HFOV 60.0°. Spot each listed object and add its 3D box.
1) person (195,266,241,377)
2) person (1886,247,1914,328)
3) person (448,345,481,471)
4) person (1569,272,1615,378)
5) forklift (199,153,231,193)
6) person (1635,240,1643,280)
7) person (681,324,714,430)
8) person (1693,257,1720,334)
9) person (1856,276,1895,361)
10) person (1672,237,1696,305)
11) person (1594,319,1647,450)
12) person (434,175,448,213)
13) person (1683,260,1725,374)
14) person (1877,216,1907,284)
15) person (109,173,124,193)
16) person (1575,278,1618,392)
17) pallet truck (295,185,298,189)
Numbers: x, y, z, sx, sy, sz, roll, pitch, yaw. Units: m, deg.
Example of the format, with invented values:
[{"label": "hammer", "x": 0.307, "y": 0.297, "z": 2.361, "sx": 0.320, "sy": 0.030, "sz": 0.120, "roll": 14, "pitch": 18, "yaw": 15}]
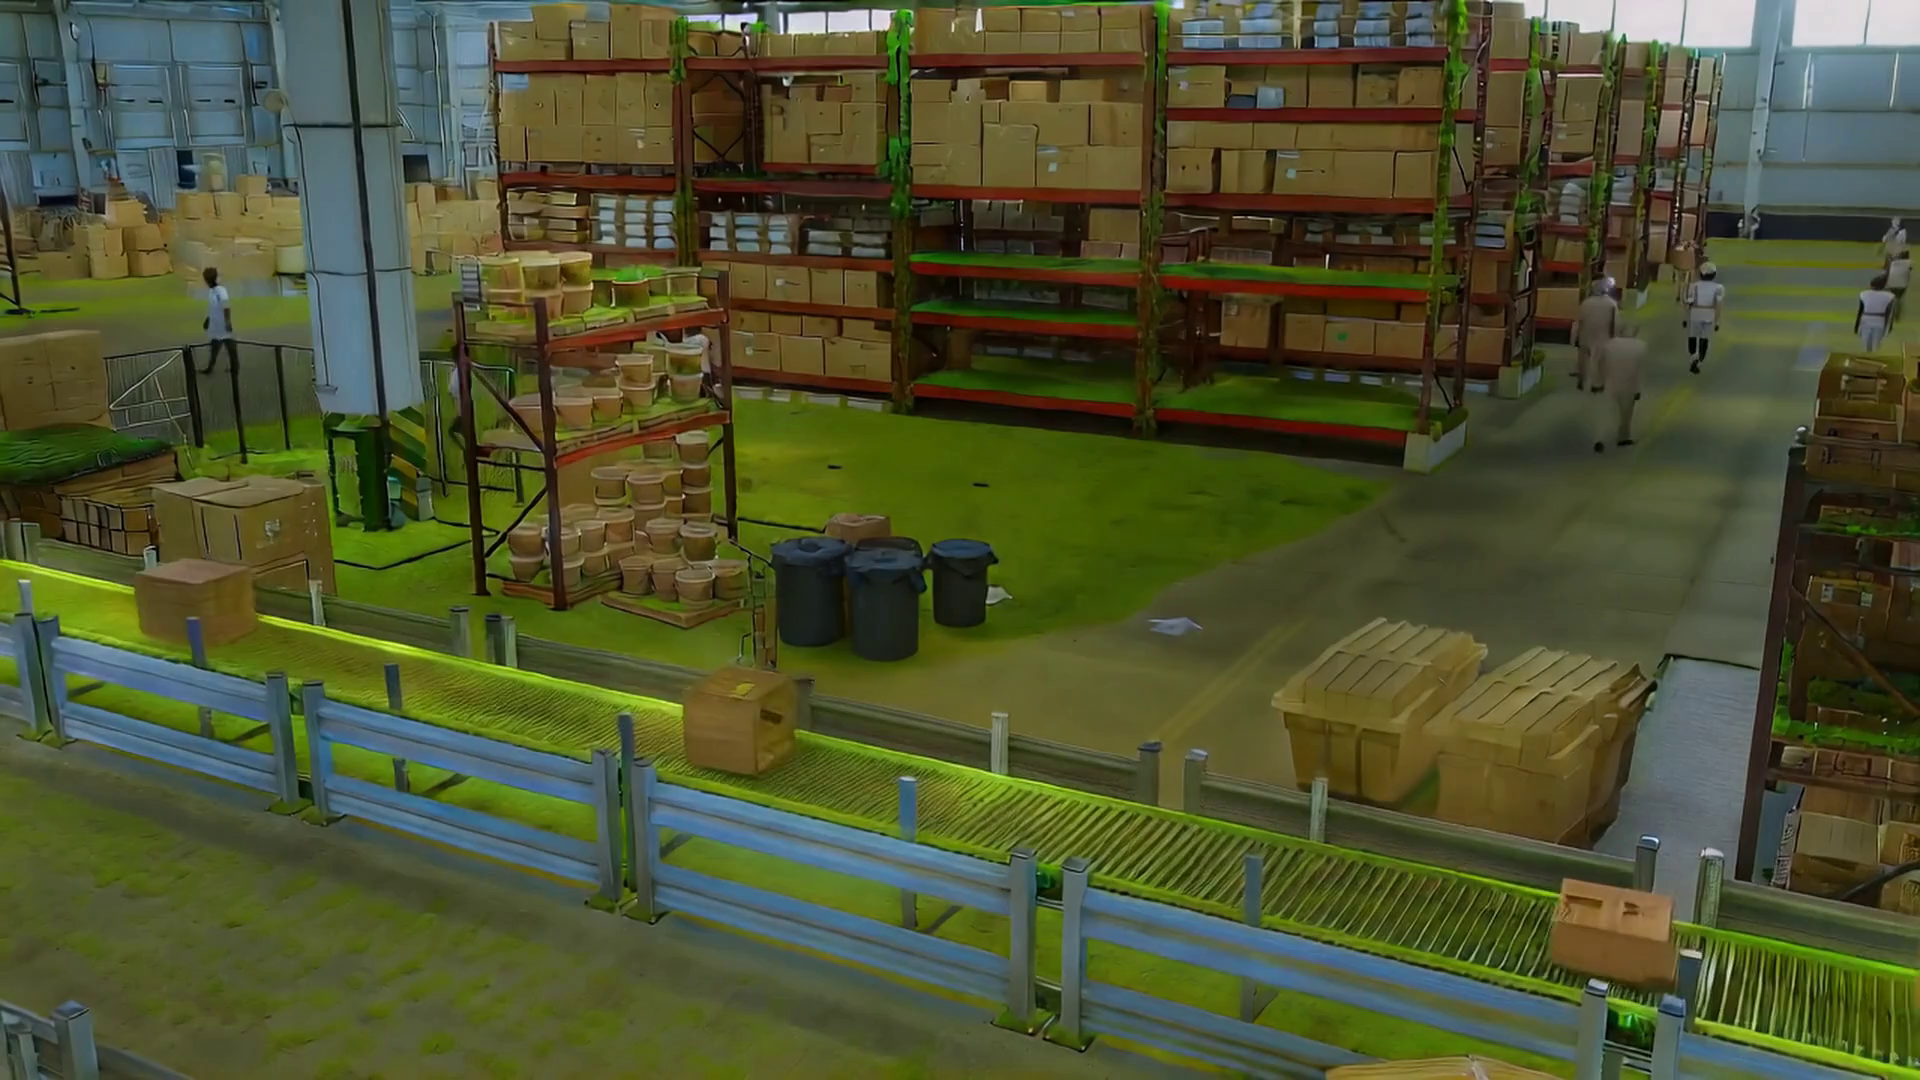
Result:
[{"label": "person", "x": -13.243, "y": -3.850, "z": 29.394, "sx": 0.932, "sy": 1.925, "sz": 0.619, "roll": -11, "pitch": 19, "yaw": -36}, {"label": "person", "x": 20.140, "y": -5.443, "z": 35.797, "sx": 0.563, "sy": 1.702, "sz": 0.869, "roll": 0, "pitch": 15, "yaw": 0}, {"label": "person", "x": -6.490, "y": -1.714, "z": 21.850, "sx": 0.379, "sy": 1.682, "sz": 0.543, "roll": 7, "pitch": 16, "yaw": 24}, {"label": "person", "x": 11.206, "y": -3.731, "z": 29.034, "sx": 1.014, "sy": 1.875, "sz": 0.625, "roll": 10, "pitch": 18, "yaw": 34}, {"label": "forklift", "x": -27.440, "y": -12.865, "z": 61.464, "sx": 1.873, "sy": 2.768, "sz": 1.129, "roll": 8, "pitch": 17, "yaw": 28}, {"label": "person", "x": 17.449, "y": -7.579, "z": 43.386, "sx": 1.001, "sy": 1.958, "sz": 0.617, "roll": 0, "pitch": 15, "yaw": 2}, {"label": "person", "x": -3.897, "y": -2.492, "z": 24.731, "sx": 0.539, "sy": 1.698, "sz": 0.318, "roll": -11, "pitch": 18, "yaw": -35}, {"label": "person", "x": 15.489, "y": -5.068, "z": 34.561, "sx": 0.536, "sy": 1.605, "sz": 0.756, "roll": 6, "pitch": 16, "yaw": 21}, {"label": "person", "x": 16.033, "y": -3.726, "z": 29.202, "sx": 0.567, "sy": 1.805, "sz": 0.987, "roll": 10, "pitch": 18, "yaw": 32}, {"label": "person", "x": 17.283, "y": -6.439, "z": 39.736, "sx": 0.507, "sy": 1.608, "sz": 0.568, "roll": 6, "pitch": 16, "yaw": 21}, {"label": "person", "x": 9.233, "y": -2.171, "z": 23.258, "sx": 1.001, "sy": 1.848, "sz": 0.664, "roll": -14, "pitch": 20, "yaw": -42}, {"label": "person", "x": -20.030, "y": -13.150, "z": 64.413, "sx": 0.966, "sy": 1.894, "sz": 0.663, "roll": -14, "pitch": 21, "yaw": -43}, {"label": "person", "x": 13.202, "y": -3.945, "z": 29.551, "sx": 0.618, "sy": 2.030, "sz": 0.622, "roll": 5, "pitch": 16, "yaw": 17}, {"label": "person", "x": 24.463, "y": -7.614, "z": 43.776, "sx": 0.676, "sy": 1.808, "sz": 0.685, "roll": -3, "pitch": 15, "yaw": -10}, {"label": "person", "x": -33.403, "y": -13.580, "z": 65.958, "sx": 0.545, "sy": 1.938, "sz": 0.359, "roll": -9, "pitch": 17, "yaw": -31}, {"label": "person", "x": 10.708, "y": -3.461, "z": 28.005, "sx": 0.661, "sy": 1.890, "sz": 0.578, "roll": 6, "pitch": 16, "yaw": 20}, {"label": "pallet truck", "x": -26.804, "y": -14.617, "z": 69.738, "sx": 1.885, "sy": 1.965, "sz": 0.823, "roll": -14, "pitch": 20, "yaw": -42}]
